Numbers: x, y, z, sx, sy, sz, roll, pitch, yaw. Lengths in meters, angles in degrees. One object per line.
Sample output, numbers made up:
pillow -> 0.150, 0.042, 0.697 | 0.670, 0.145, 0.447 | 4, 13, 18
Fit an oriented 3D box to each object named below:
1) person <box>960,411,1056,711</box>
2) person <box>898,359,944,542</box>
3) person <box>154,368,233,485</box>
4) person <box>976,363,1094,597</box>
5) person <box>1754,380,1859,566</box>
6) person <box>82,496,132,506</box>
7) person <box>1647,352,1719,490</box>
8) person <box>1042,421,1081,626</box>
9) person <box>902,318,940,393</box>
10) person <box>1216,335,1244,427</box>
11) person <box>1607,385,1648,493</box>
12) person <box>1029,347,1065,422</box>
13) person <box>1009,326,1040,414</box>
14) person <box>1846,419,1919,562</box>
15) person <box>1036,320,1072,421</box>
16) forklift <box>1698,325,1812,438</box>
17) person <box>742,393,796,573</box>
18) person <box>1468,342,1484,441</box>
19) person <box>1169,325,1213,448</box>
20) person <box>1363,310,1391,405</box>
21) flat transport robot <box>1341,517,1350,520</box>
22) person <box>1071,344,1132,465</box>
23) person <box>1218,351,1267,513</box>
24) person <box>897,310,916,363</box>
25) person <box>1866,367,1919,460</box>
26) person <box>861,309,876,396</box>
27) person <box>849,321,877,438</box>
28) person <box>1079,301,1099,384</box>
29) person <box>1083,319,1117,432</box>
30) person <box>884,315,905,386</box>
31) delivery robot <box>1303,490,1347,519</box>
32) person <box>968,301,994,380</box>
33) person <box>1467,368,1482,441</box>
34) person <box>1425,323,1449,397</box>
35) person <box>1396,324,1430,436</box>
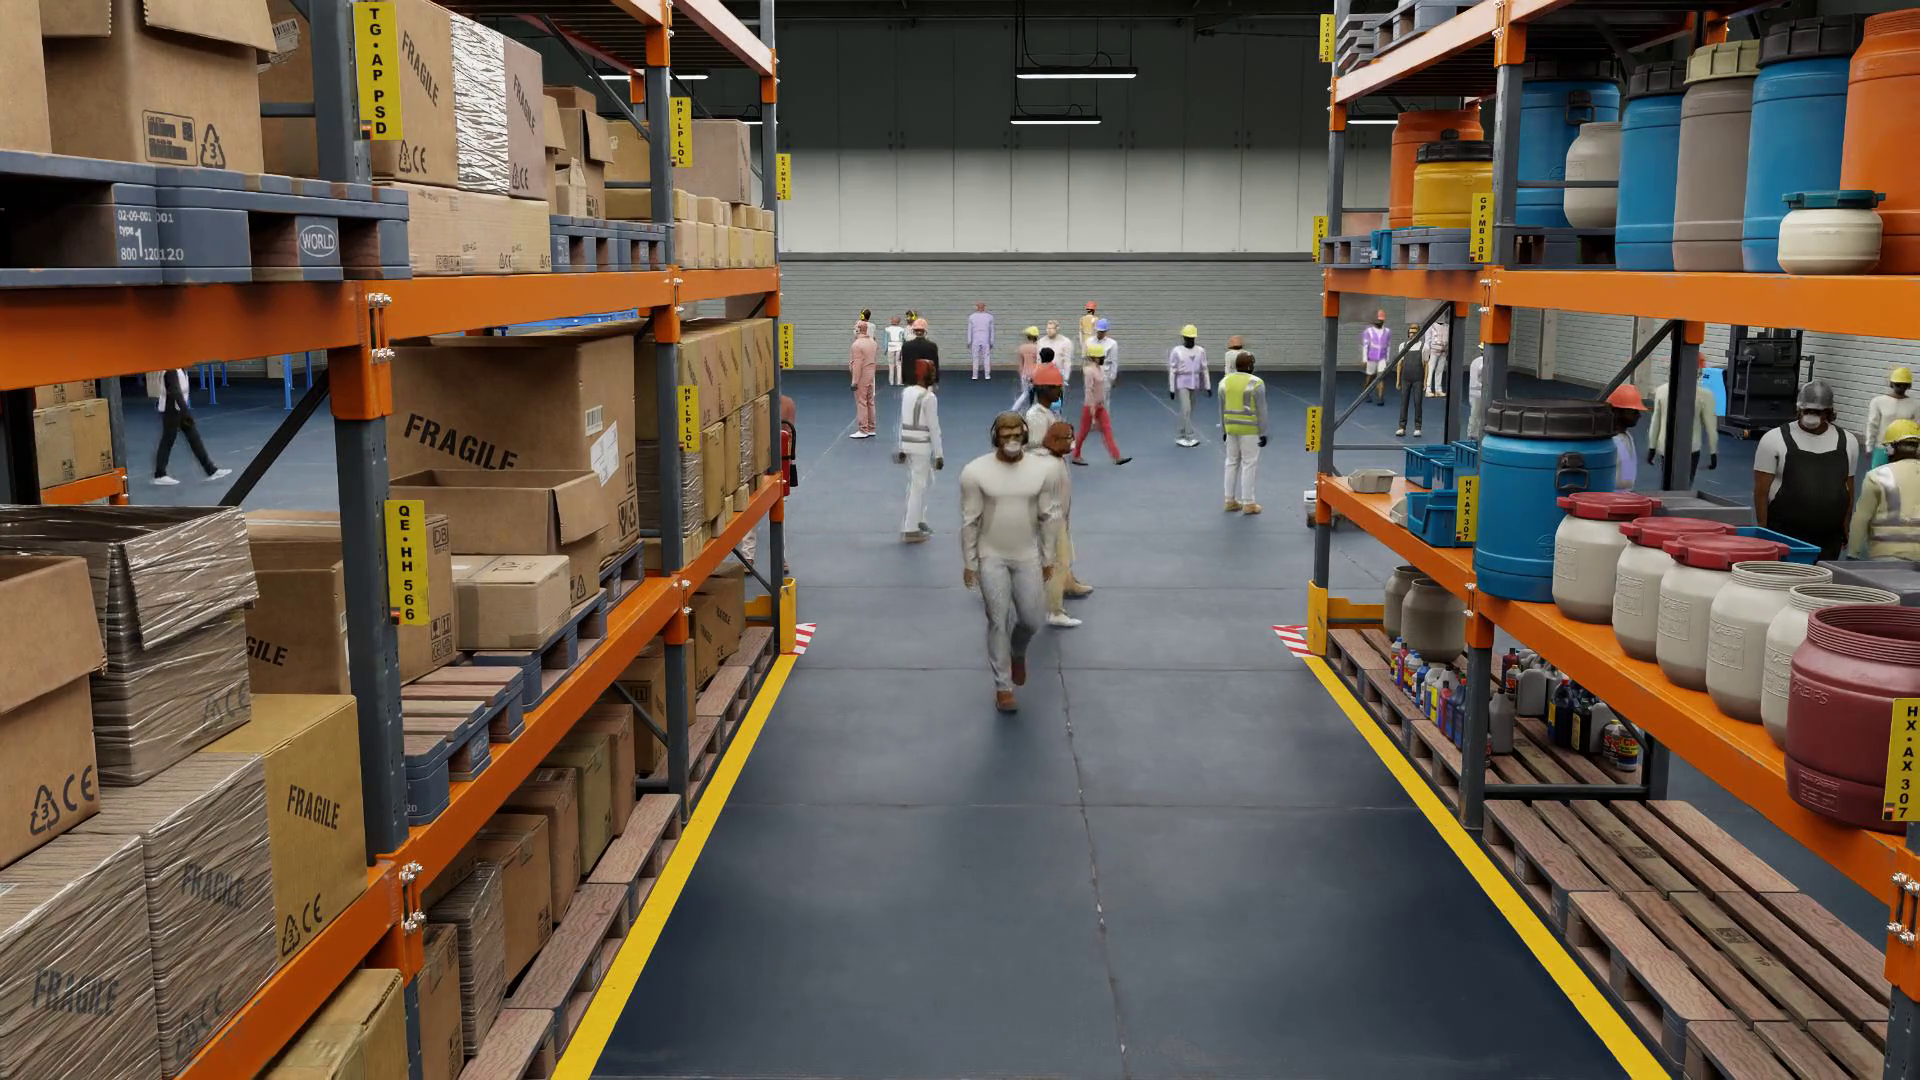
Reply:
person -> 0.304, 0.113, 10.736 | 0.634, 1.919, 0.581 | -1, 10, -9
person -> -0.361, -0.924, 17.082 | 0.583, 1.864, 0.623 | -5, 11, -30
person -> -9.983, -1.653, 21.471 | 0.987, 1.868, 0.598 | -2, 10, -10
person -> 0.636, -0.514, 14.231 | 0.950, 2.015, 0.616 | 2, 10, 10
person -> 6.035, -0.113, 11.852 | 0.688, 2.000, 0.535 | 1, 10, 8
person -> -7.257, -0.296, 13.981 | 0.866, 1.651, 0.545 | 4, 10, 25
person -> 7.370, -0.930, 16.826 | 0.796, 1.963, 0.666 | -8, 12, -39
person -> 0.720, -0.137, 13.116 | 0.448, 1.618, 0.517 | 2, 10, 9
person -> -0.646, -2.526, 26.375 | 0.629, 1.979, 0.749 | 3, 10, 15
person -> 4.665, -2.707, 28.541 | 0.524, 1.610, 0.645 | -6, 11, -32
person -> 4.979, -0.213, 12.633 | 0.378, 1.934, 0.546 | 9, 13, 44
person -> 1.191, -1.857, 23.243 | 0.546, 1.669, 0.624 | -2, 10, -12
person -> 1.206, -2.899, 29.309 | 0.527, 1.744, 0.746 | 9, 13, 43
person -> 6.472, 0.054, 11.525 | 0.606, 1.766, 0.972 | -1, 10, -4
person -> 1.561, -2.765, 28.071 | 0.646, 1.892, 0.434 | 4, 10, 24
forklift -> 13.248, -3.165, 27.620 | 1.129, 2.768, 1.873 | 0, 9, 1
person -> -1.810, -0.694, 15.336 | 0.611, 1.997, 0.375 | -2, 10, -12
person -> 7.309, -1.917, 23.188 | 0.404, 1.825, 0.599 | -1, 10, -8
person -> 3.586, -2.362, 25.647 | 0.614, 1.881, 0.949 | -4, 10, -24
person -> 8.410, -3.697, 33.597 | 0.549, 1.905, 0.948 | 0, 9, 0
flat transport robot -> 4.857, -0.372, 18.691 | 1.431, 0.197, 0.652 | -7, 12, -37
person -> 1.947, -1.880, 23.280 | 0.919, 1.704, 0.531 | 6, 11, 32
person -> 3.246, -1.236, 19.060 | 0.428, 1.843, 0.626 | -8, 13, -41
person -> -1.106, -3.872, 34.817 | 0.663, 1.850, 0.528 | -7, 12, -34
person -> 10.071, -1.003, 17.955 | 0.528, 1.748, 0.585 | 5, 11, 26
person -> -2.005, -3.984, 35.423 | 0.322, 1.871, 0.531 | 7, 12, 37
person -> -1.608, -2.622, 27.152 | 0.402, 1.906, 0.652 | 5, 11, 25
person -> 3.073, -4.645, 39.175 | 0.544, 1.938, 0.359 | 6, 11, 33
person -> 2.322, -2.754, 27.928 | 0.626, 1.904, 0.843 | 4, 10, 21
person -> -1.492, -4.385, 38.542 | 0.518, 1.641, 0.338 | 1, 9, 4
delivery robot -> 4.040, -0.438, 17.958 | 0.707, 0.478, 0.477 | -7, 12, -37
person -> 0.504, -4.857, 40.541 | 0.651, 1.906, 0.402 | -1, 10, -5
person -> 6.201, -1.231, 19.643 | 0.541, 1.622, 0.375 | -7, 12, -37
person -> 10.187, -3.976, 35.454 | 0.619, 1.845, 0.430 | -4, 10, -24
person -> 7.455, -2.635, 27.410 | 0.514, 1.844, 0.333 | 5, 11, 26
